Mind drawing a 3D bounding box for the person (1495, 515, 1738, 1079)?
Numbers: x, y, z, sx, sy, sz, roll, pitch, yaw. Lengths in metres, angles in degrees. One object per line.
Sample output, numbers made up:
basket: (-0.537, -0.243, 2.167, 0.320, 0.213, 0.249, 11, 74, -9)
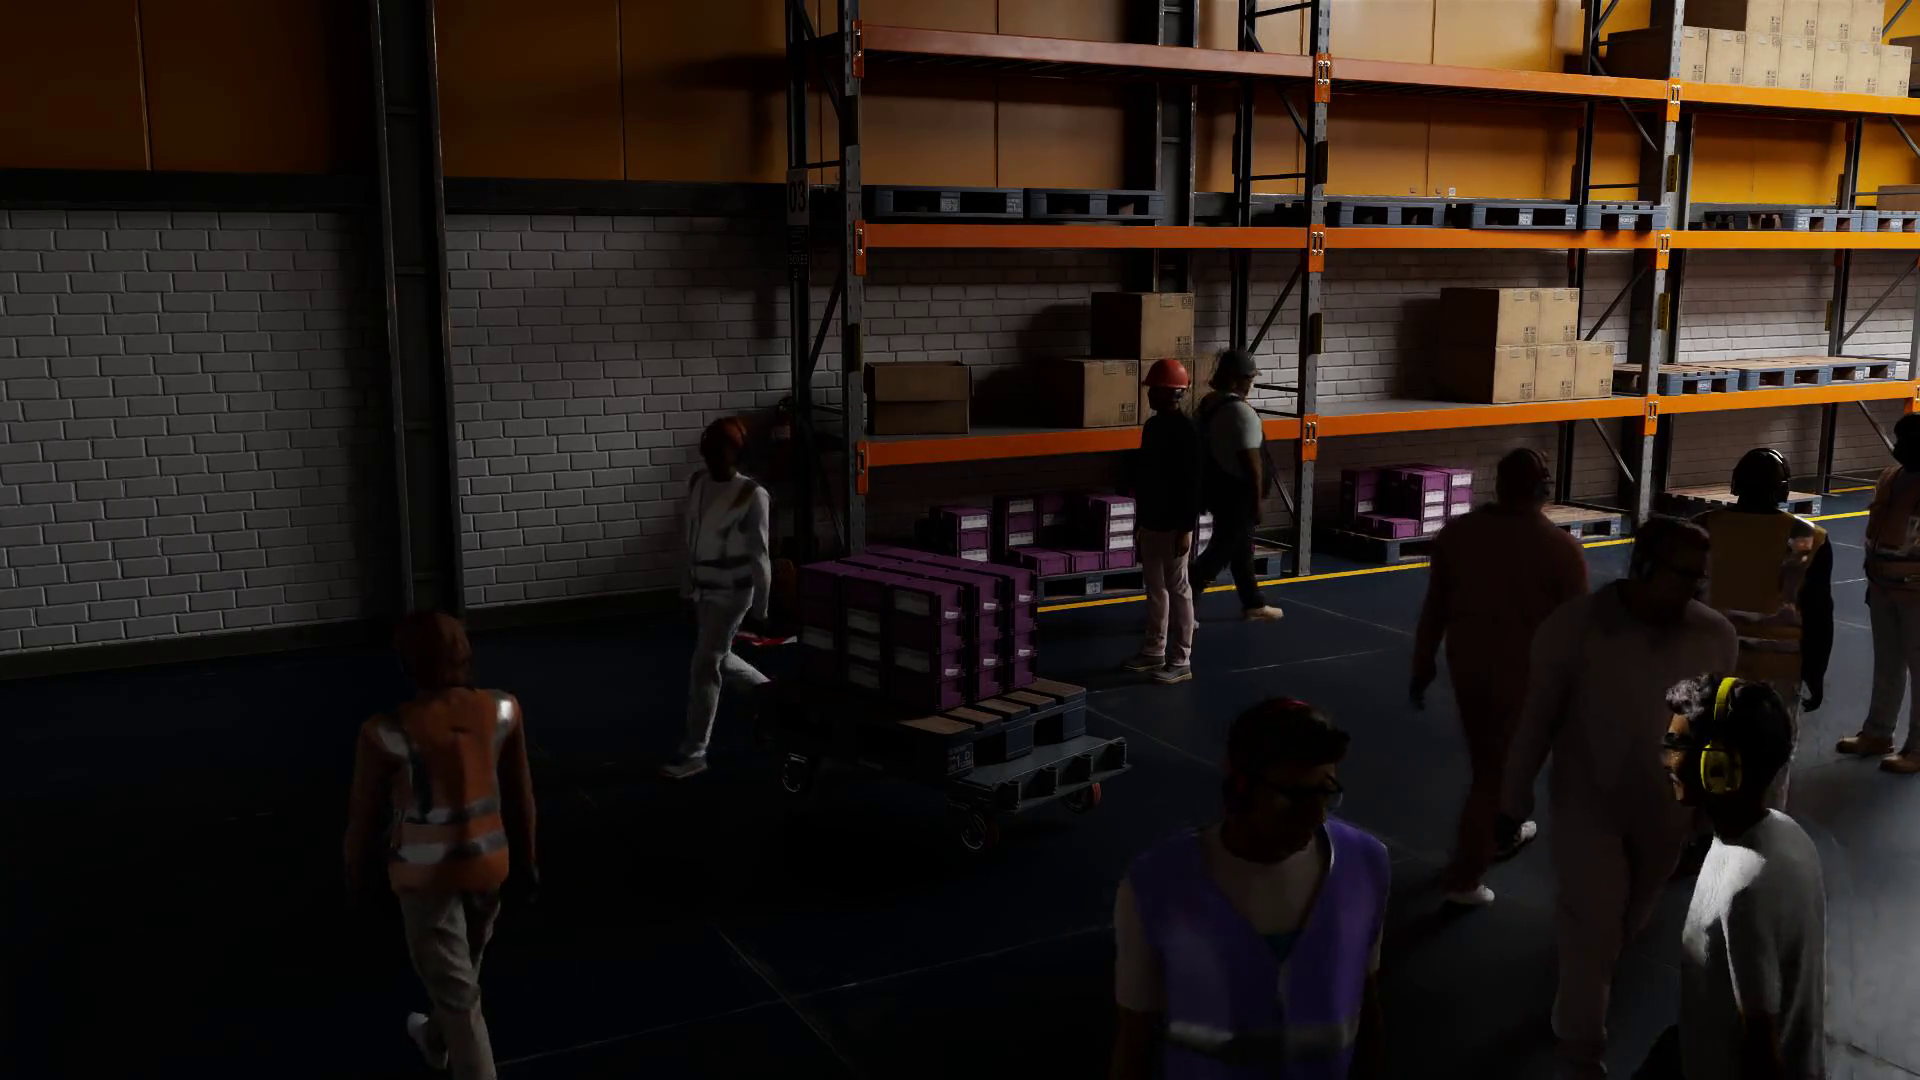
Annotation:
person: (2.065, 0.825, 5.290, 0.701, 1.871, 0.888, 0, 10, 0)

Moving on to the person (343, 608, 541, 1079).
person: (-1.586, 0.988, 5.000, 0.544, 1.591, 0.836, -9, 14, -43)

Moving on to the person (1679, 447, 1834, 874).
person: (3.302, 0.527, 6.982, 0.633, 1.843, 0.429, 7, 12, 33)

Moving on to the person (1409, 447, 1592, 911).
person: (2.261, 0.546, 6.872, 1.012, 1.848, 0.674, -9, 13, -42)

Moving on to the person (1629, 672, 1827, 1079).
person: (1.593, 1.173, 3.387, 0.979, 1.819, 0.499, 7, 12, 37)

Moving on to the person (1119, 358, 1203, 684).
person: (1.258, -0.121, 10.266, 0.375, 1.997, 0.612, -5, 11, -25)

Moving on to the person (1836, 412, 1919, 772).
person: (4.857, 0.261, 8.516, 0.430, 1.845, 0.624, -1, 10, -7)

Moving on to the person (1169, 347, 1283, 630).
person: (1.854, -0.385, 11.660, 0.989, 2.000, 0.691, -3, 10, -17)

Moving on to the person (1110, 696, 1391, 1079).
person: (0.560, 1.185, 3.242, 0.587, 1.822, 0.417, -2, 10, -12)

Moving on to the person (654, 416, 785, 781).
person: (-1.140, 0.276, 8.425, 0.827, 1.845, 0.606, -8, 13, -39)
